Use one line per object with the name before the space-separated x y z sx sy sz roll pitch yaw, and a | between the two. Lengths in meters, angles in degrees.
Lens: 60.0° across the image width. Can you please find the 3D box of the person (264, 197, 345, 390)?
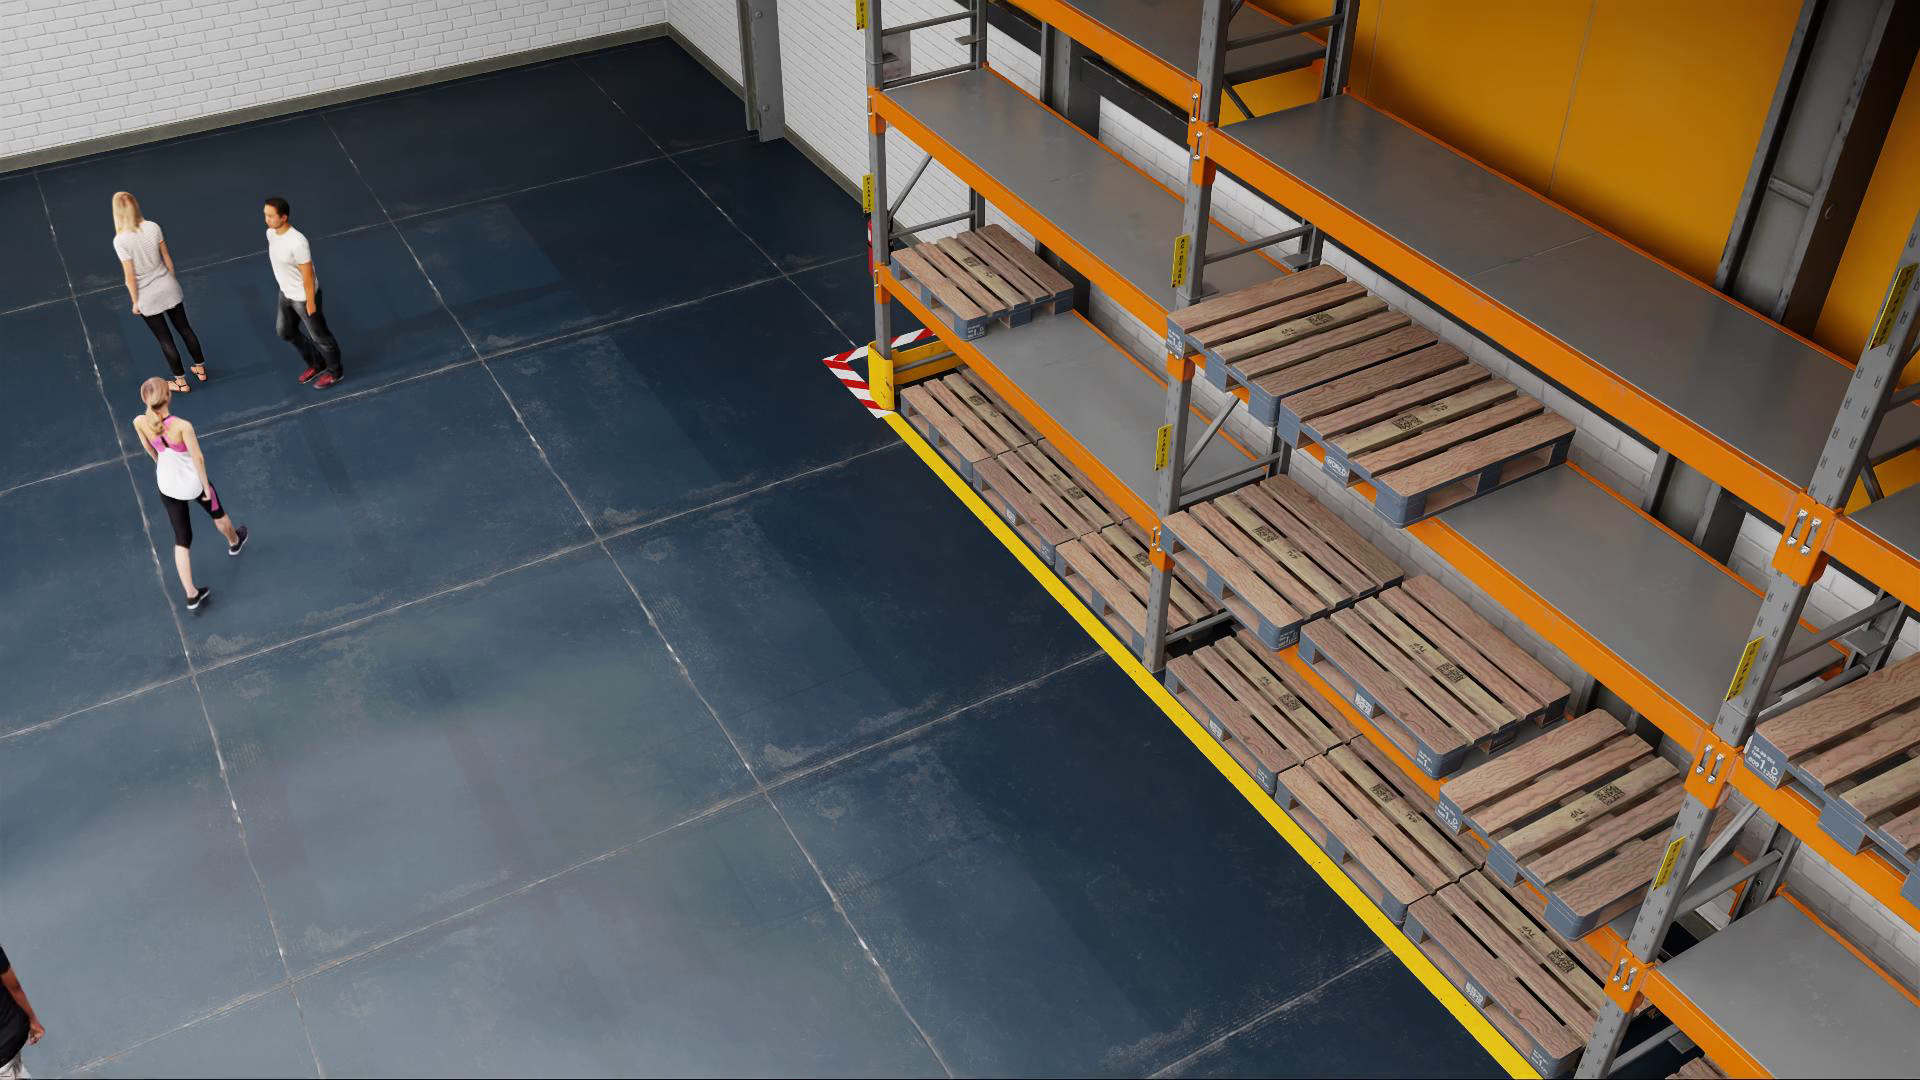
person | -5.487 -2.119 14.043 0.707 1.797 0.825 25 45 28

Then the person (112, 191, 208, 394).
person | -6.745 -2.076 13.967 0.693 1.825 0.694 21 43 24

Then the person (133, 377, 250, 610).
person | -5.563 -0.311 11.827 0.987 1.737 1.227 0 39 0
